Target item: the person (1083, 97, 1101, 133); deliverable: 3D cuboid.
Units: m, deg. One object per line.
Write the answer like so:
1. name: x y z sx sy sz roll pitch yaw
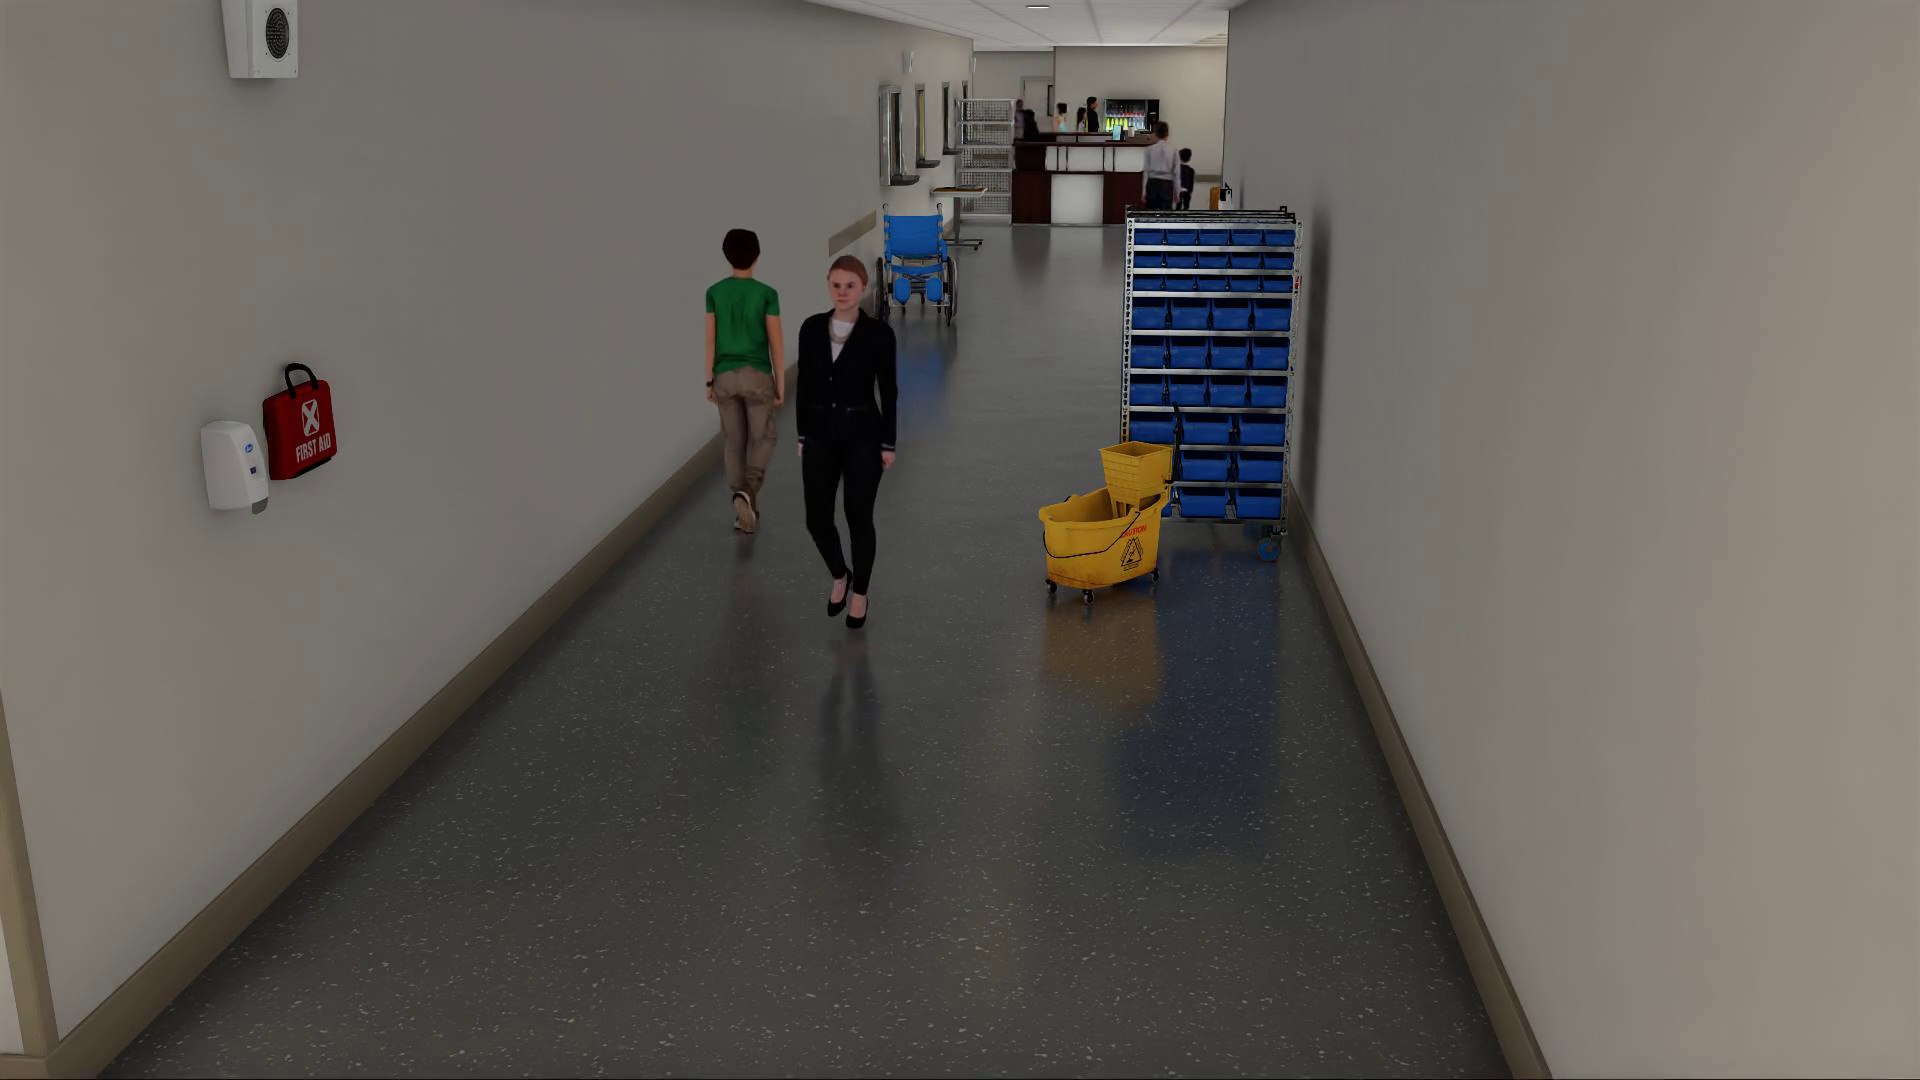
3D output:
1. person: 2.801 -8.613 35.981 0.836 1.928 0.876 -5 17 -18

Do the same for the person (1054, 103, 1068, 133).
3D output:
1. person: 2.325 -8.933 37.442 0.751 1.751 0.811 -12 20 -37

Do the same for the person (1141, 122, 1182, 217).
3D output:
1. person: 2.634 -4.584 21.982 0.977 1.770 0.770 3 16 11

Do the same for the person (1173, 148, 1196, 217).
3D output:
1. person: 3.608 -5.712 26.944 0.783 1.208 0.596 3 16 9

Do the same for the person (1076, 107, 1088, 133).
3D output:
1. person: 2.373 -7.980 34.186 1.167 1.684 0.668 0 16 0

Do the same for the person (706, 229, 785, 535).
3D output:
1. person: -1.163 -0.814 8.859 0.829 1.634 0.639 1 16 5

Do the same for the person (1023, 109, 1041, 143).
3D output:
1. person: 1.332 -6.793 29.804 0.658 1.777 0.879 -4 16 -14

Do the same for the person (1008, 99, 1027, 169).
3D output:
1. person: 1.438 -9.274 38.546 0.898 1.809 0.954 -9 18 -29

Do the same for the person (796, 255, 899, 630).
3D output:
1. person: -0.485 -0.426 7.412 0.563 1.673 0.721 4 16 13
